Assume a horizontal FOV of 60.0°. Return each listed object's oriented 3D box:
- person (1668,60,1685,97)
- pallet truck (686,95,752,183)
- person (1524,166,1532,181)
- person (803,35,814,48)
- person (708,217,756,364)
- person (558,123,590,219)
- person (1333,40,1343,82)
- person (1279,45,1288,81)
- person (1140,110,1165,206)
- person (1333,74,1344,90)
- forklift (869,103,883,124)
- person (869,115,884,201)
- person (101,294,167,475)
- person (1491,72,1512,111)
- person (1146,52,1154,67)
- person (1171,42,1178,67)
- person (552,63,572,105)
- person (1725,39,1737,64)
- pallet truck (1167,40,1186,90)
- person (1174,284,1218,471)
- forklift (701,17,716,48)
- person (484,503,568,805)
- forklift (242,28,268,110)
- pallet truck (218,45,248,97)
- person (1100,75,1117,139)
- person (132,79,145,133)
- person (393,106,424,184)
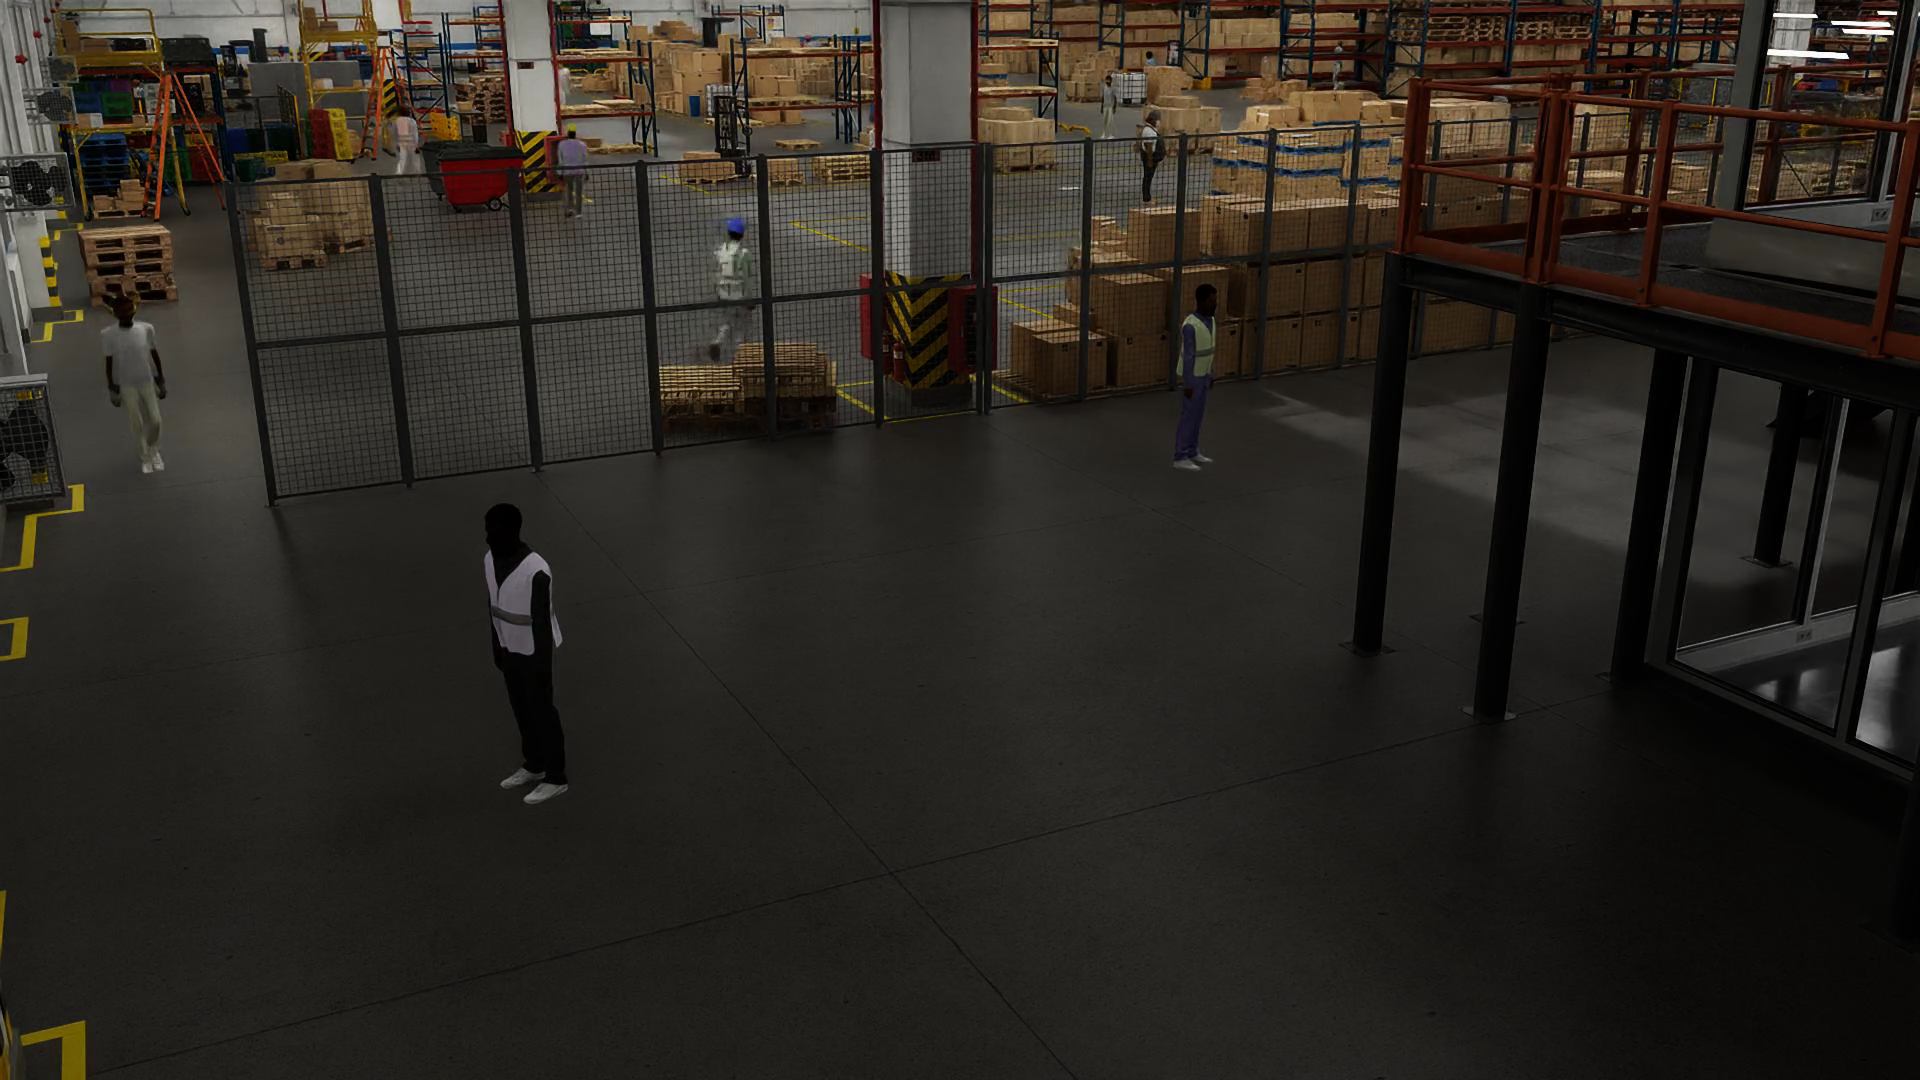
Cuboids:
[{"bbox_3d":[26.262,-16.740,61.007,0.538,1.684,0.367,10,21,27],"label":"person"},{"bbox_3d":[-5.836,-9.608,39.856,0.823,1.965,1.885,10,22,27],"label":"pallet truck"},{"bbox_3d":[10.228,-6.026,29.577,0.571,1.923,0.398,-17,25,-40],"label":"person"},{"bbox_3d":[-7.144,-22.502,77.393,0.924,1.896,0.551,15,24,37],"label":"person"},{"bbox_3d":[-2.887,-3.124,21.168,0.623,1.933,0.582,17,25,40],"label":"person"},{"bbox_3d":[-7.887,-7.551,34.024,0.589,1.909,0.507,-1,19,-2],"label":"person"},{"bbox_3d":[16.238,-20.446,71.363,0.373,1.940,0.628,-4,19,-12],"label":"person"},{"bbox_3d":[12.922,-18.849,66.726,0.354,1.942,0.545,-9,21,-23],"label":"person"},{"bbox_3d":[4.158,-8.255,35.867,0.535,2.000,0.685,3,19,10],"label":"person"},{"bbox_3d":[12.256,-14.280,53.959,0.323,1.632,0.526,-5,20,-15],"label":"person"},{"bbox_3d":[-1.933,-14.881,53.809,1.873,2.768,1.129,-9,21,-25],"label":"forklift"},{"bbox_3d":[-1.716,-8.294,36.217,0.574,1.884,0.356,-17,25,-39],"label":"person"},{"bbox_3d":[-8.284,-1.556,16.737,0.560,1.850,0.483,-12,22,-30],"label":"person"},{"bbox_3d":[16.307,-13.116,50.159,0.627,1.919,0.997,4,19,12],"label":"person"},{"bbox_3d":[7.543,-18.776,66.903,0.656,1.669,0.552,12,22,30],"label":"person"},{"bbox_3d":[9.443,-21.043,73.286,0.803,1.826,0.627,-7,20,-19],"label":"person"},{"bbox_3d":[-13.765,-15.645,57.510,0.639,1.901,0.976,-13,23,-34],"label":"person"},{"bbox_3d":[36.180,-22.643,77.936,0.763,1.804,0.600,-11,22,-29],"label":"person"},{"bbox_3d":[9.045,-19.971,69.895,0.823,1.965,1.885,-3,19,-8],"label":"pallet truck"},{"bbox_3d":[2.409,-1.668,16.974,0.375,1.911,0.592,11,22,30],"label":"person"},{"bbox_3d":[-10.921,-21.323,72.480,1.873,2.768,1.129,-9,21,-25],"label":"forklift"},{"bbox_3d":[-2.660,0.676,10.187,0.584,1.911,0.391,16,25,38],"label":"person"},{"bbox_3d":[-24.981,-16.906,59.677,1.873,2.768,1.129,-9,21,-25],"label":"forklift"},{"bbox_3d":[-28.879,-18.665,66.111,0.823,1.965,1.885,-3,19,-9],"label":"pallet truck"},{"bbox_3d":[4.441,-12.942,49.737,0.512,1.859,0.321,14,23,35],"label":"person"},{"bbox_3d":[-25.382,-13.402,51.408,0.517,1.633,0.313,5,20,16],"label":"person"},{"bbox_3d":[-13.144,-9.375,39.484,0.634,1.807,0.940,3,19,8],"label":"person"}]
